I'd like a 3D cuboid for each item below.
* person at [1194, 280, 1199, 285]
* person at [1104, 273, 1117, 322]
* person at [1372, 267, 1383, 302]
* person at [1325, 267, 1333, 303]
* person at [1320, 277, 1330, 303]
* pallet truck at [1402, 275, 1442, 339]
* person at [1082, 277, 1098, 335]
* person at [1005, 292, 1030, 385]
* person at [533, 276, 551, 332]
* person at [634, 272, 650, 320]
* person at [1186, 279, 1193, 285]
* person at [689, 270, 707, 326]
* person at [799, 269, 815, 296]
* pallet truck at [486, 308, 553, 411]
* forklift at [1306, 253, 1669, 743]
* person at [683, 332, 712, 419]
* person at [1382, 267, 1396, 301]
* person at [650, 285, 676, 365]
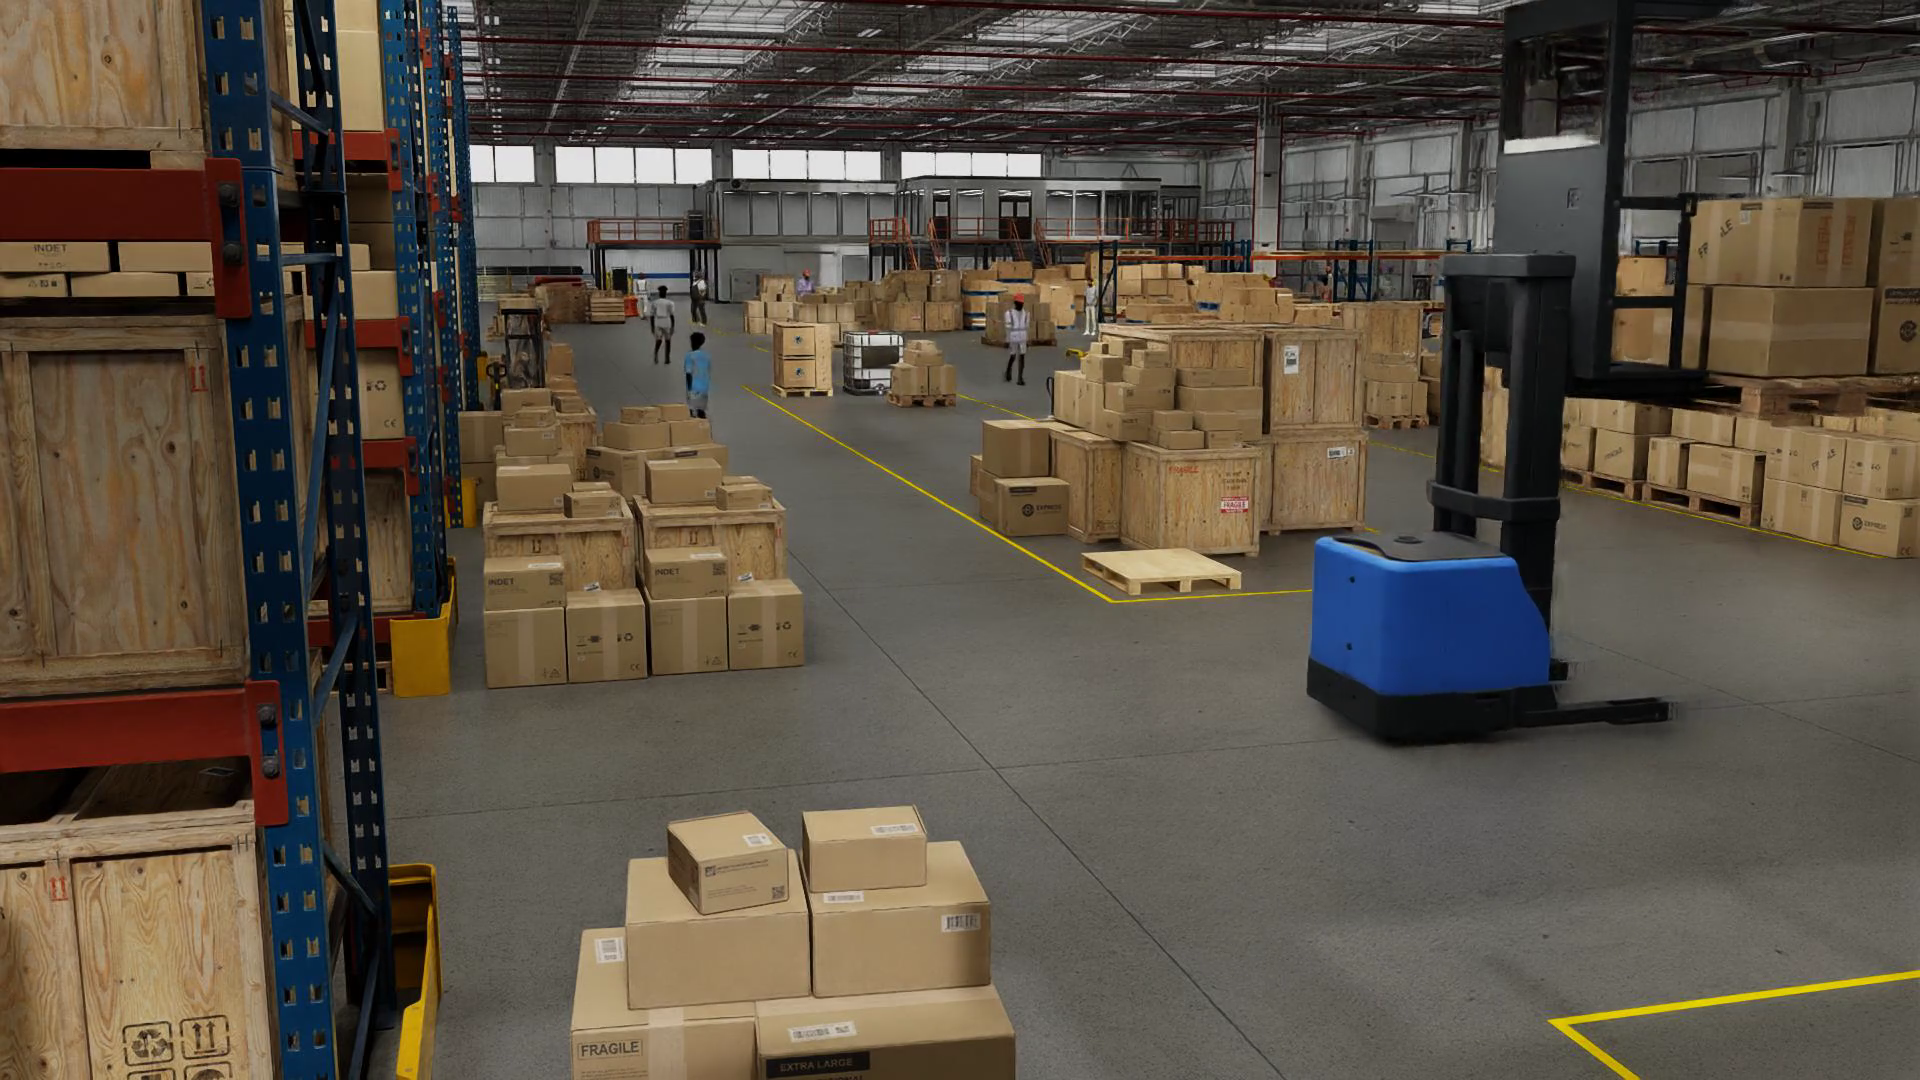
[{"bbox_3d":[9.242,-9.304,63.796,0.634,1.843,0.429,5,11,27],"label":"person"},{"bbox_3d":[5.644,-9.222,63.114,0.633,1.918,0.679,-9,14,-42],"label":"person"},{"bbox_3d":[19.770,-11.979,78.755,0.926,1.897,0.552,10,14,44],"label":"person"},{"bbox_3d":[16.125,-10.960,72.759,0.387,1.989,0.608,4,11,20],"label":"person"},{"bbox_3d":[14.083,-9.284,64.132,0.540,1.683,0.368,-8,13,-40],"label":"person"},{"bbox_3d":[14.620,-7.324,52.145,0.823,1.965,1.885,8,13,40],"label":"pallet truck"},{"bbox_3d":[4.238,-7.576,53.950,0.523,1.865,0.317,6,12,32],"label":"person"},{"bbox_3d":[1.177,-4.169,34.491,0.571,1.924,0.541,-3,11,-18],"label":"person"},{"bbox_3d":[-13.840,-7.706,54.600,0.566,1.888,0.965,10,14,44],"label":"person"},{"bbox_3d":[-12.338,-9.447,64.523,0.605,1.869,0.569,-1,10,-7],"label":"person"},{"bbox_3d":[7.516,-7.620,54.353,0.630,1.811,0.875,-6,12,-33],"label":"person"},{"bbox_3d":[-9.425,-8.674,59.667,0.703,2.000,0.708,10,14,44],"label":"person"},{"bbox_3d":[-5.588,-8.912,61.063,0.647,2.017,0.792,-4,11,-19],"label":"person"},{"bbox_3d":[-6.242,-2.418,24.362,0.823,1.965,1.885,1,10,3],"label":"pallet truck"},{"bbox_3d":[3.184,-0.320,9.984,1.873,2.768,1.129,-3,10,-15],"label":"forklift"},{"bbox_3d":[-3.695,-2.119,23.609,0.404,1.661,0.588,6,12,31],"label":"person"},{"bbox_3d":[20.136,-11.771,77.596,0.945,1.897,0.594,3,10,14],"label":"person"},{"bbox_3d":[-7.191,-5.190,40.214,0.612,1.947,0.575,1,10,4],"label":"person"}]
